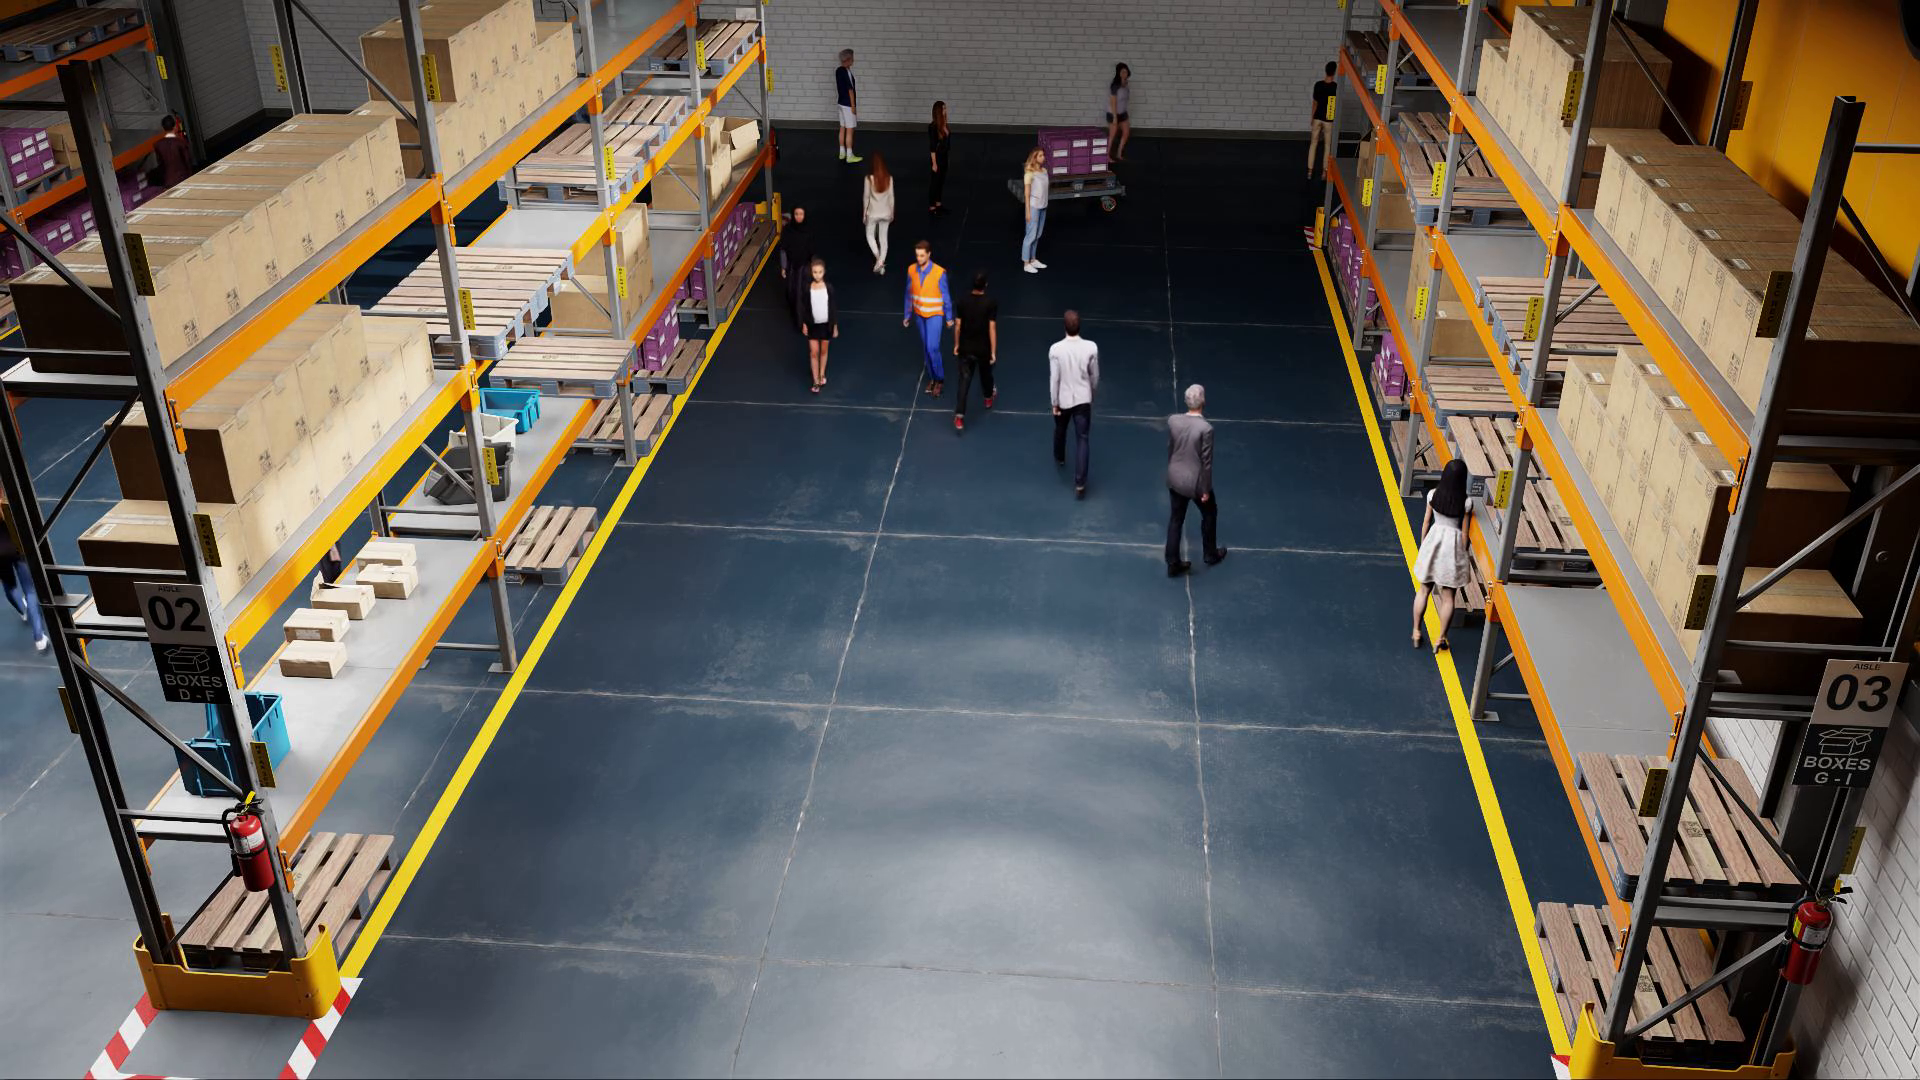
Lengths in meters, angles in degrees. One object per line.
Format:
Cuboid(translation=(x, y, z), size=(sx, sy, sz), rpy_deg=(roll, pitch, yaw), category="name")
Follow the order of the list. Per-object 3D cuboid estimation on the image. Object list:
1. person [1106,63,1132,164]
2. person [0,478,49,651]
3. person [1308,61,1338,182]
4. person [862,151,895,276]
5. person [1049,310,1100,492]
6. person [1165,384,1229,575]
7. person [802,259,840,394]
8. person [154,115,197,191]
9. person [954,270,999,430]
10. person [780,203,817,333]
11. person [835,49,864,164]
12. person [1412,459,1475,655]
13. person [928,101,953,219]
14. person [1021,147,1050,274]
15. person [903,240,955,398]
Cuboid(translation=(2.557, -7.014, 27.345), size=(0.824, 1.669, 0.763), rpy_deg=(16, 33, 27), category="person")
Cuboid(translation=(-8.089, 0.165, 14.182), size=(0.926, 1.671, 1.171), rpy_deg=(-11, 31, -20), category="person")
Cuboid(translation=(5.820, -6.703, 26.581), size=(0.689, 1.854, 0.663), rpy_deg=(13, 31, 23), category="person")
Cuboid(translation=(-1.084, -4.384, 22.489), size=(0.744, 1.700, 0.819), rpy_deg=(-8, 30, -15), category="person")
Cuboid(translation=(1.160, -1.367, 16.856), size=(0.721, 1.800, 1.253), rpy_deg=(1, 29, 1), category="person")
Cuboid(translation=(2.059, -0.513, 15.281), size=(1.124, 1.809, 1.048), rpy_deg=(-25, 37, -37), category="person")
Cuboid(translation=(-1.625, -2.533, 19.265), size=(0.671, 1.539, 0.900), rpy_deg=(-3, 29, -6), category="person")
Cuboid(translation=(-11.048, -5.013, 23.497), size=(0.743, 1.841, 0.956), rpy_deg=(0, 29, 0), category="person")
Cuboid(translation=(0.158, -2.031, 18.181), size=(0.763, 1.695, 1.263), rpy_deg=(5, 29, 9), category="person")
Cuboid(translation=(-2.027, -3.454, 20.899), size=(0.615, 1.592, 1.002), rpy_deg=(1, 29, 1), category="person")
Cuboid(translation=(-1.872, -7.195, 27.504), size=(0.786, 1.834, 0.689), rpy_deg=(-15, 32, -26), category="person")
Cuboid(translation=(4.111, 0.133, 14.139), size=(0.772, 1.769, 0.794), rpy_deg=(18, 33, 29), category="person")
Cuboid(translation=(-0.322, -5.732, 24.949), size=(0.736, 1.712, 0.583), rpy_deg=(13, 31, 22), category="person")
Cuboid(translation=(1.029, -4.519, 22.715), size=(0.767, 1.722, 0.641), rpy_deg=(18, 33, 29), category="person")
Cuboid(translation=(-0.313, -2.577, 19.031), size=(0.835, 1.840, 0.840), rpy_deg=(15, 32, 25), category="person")
